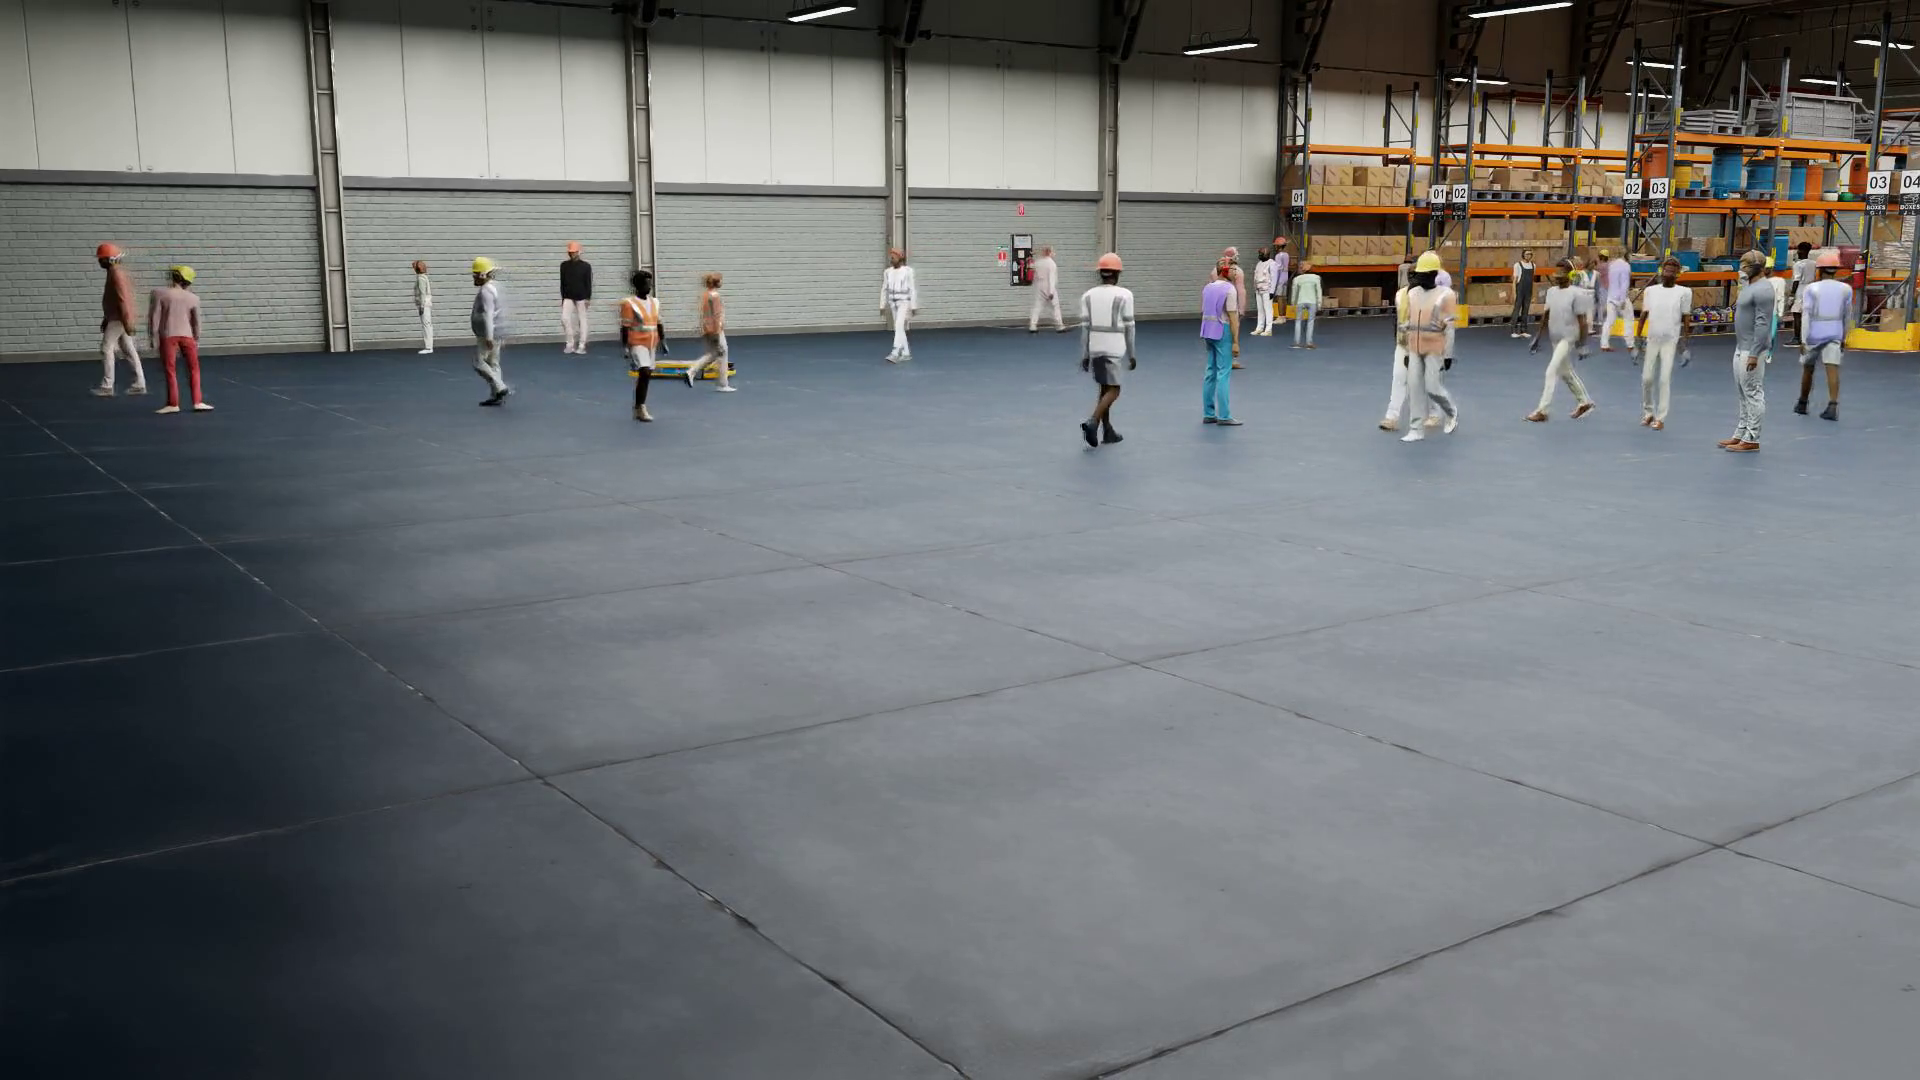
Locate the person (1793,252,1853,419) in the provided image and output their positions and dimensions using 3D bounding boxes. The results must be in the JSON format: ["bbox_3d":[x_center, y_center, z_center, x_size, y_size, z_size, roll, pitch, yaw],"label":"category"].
[{"bbox_3d":[9.863,-2.332,18.975,0.564,1.888,0.986,2,10,8],"label":"person"}]

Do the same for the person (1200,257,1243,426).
[{"bbox_3d":[2.842,-2.171,18.213,0.391,1.838,0.563,-5,11,-26],"label":"person"}]

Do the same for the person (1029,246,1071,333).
[{"bbox_3d":[1.883,-5.338,35.532,0.987,1.858,0.651,-7,12,-34],"label":"person"}]

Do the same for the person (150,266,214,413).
[{"bbox_3d":[-9.188,-2.339,19.482,0.638,1.718,0.321,-9,13,-40],"label":"person"}]

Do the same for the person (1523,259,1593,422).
[{"bbox_3d":[6.787,-2.240,18.658,0.989,1.822,0.525,-4,11,-20],"label":"person"}]

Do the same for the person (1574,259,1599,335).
[{"bbox_3d":[13.062,-5.065,34.738,0.635,1.581,0.843,-1,10,-4],"label":"person"}]

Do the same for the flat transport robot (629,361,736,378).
[{"bbox_3d":[-4.057,-2.503,24.336,1.431,0.197,0.652,1,10,7],"label":"flat transport robot"}]

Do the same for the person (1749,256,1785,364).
[{"bbox_3d":[12.668,-3.581,26.172,0.534,1.752,0.508,6,12,28],"label":"person"}]

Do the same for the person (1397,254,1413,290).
[{"bbox_3d":[11.470,-6.523,42.660,0.494,1.624,0.279,4,11,20],"label":"person"}]

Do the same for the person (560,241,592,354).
[{"bbox_3d":[-6.755,-4.231,29.100,0.632,1.974,0.658,2,11,13],"label":"person"}]

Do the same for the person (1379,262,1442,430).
[{"bbox_3d":[4.913,-2.078,17.850,0.622,1.797,0.955,9,14,41],"label":"person"}]

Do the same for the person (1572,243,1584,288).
[{"bbox_3d":[15.951,-6.701,42.929,0.355,1.883,0.573,-7,12,-33],"label":"person"}]

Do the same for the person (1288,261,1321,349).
[{"bbox_3d":[6.340,-4.317,30.596,0.592,1.618,0.336,1,10,8],"label":"person"}]

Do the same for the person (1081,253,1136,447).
[{"bbox_3d":[1.403,-1.860,16.340,0.541,1.908,0.821,7,13,35],"label":"person"}]

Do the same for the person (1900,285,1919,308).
[{"bbox_3d":[19.197,-4.974,33.348,0.631,1.932,0.372,4,11,23],"label":"person"}]

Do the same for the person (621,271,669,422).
[{"bbox_3d":[-3.487,-2.154,18.543,0.570,1.677,0.541,7,12,32],"label":"person"}]

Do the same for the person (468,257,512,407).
[{"bbox_3d":[-5.695,-2.492,20.054,0.420,1.818,0.592,-1,10,-4],"label":"person"}]

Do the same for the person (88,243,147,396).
[{"bbox_3d":[-11.048,-2.845,21.570,0.843,1.963,0.621,-5,12,-27],"label":"person"}]

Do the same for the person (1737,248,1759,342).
[{"bbox_3d":[15.448,-4.788,32.551,0.430,1.845,0.620,8,13,36],"label":"person"}]

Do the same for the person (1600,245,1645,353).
[{"bbox_3d":[11.775,-4.247,29.406,0.860,1.904,0.647,-1,10,-5],"label":"person"}]

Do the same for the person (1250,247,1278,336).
[{"bbox_3d":[6.353,-5.184,34.737,0.430,1.840,0.621,-4,11,-23],"label":"person"}]

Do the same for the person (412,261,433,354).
[{"bbox_3d":[-9.469,-4.101,29.350,0.314,1.637,0.514,-2,11,-12],"label":"person"}]

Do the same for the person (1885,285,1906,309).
[{"bbox_3d":[20.063,-5.227,35.567,0.492,1.620,0.507,-3,11,-18],"label":"person"}]

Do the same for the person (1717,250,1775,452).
[{"bbox_3d":[7.564,-1.802,15.931,0.373,1.935,0.628,2,11,13],"label":"person"}]

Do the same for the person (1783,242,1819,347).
[{"bbox_3d":[15.749,-4.591,31.128,0.604,1.966,0.367,-5,12,-27],"label":"person"}]

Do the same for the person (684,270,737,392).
[{"bbox_3d":[-3.312,-2.757,22.027,0.599,1.616,0.515,-6,12,-28],"label":"person"}]

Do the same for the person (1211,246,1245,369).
[{"bbox_3d":[4.216,-3.623,25.993,0.403,1.904,0.651,-8,13,-37],"label":"person"}]

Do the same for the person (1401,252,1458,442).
[{"bbox_3d":[4.759,-1.944,16.798,0.629,1.908,0.586,-8,13,-37],"label":"person"}]

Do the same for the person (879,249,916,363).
[{"bbox_3d":[-1.077,-3.842,27.348,0.601,1.841,0.896,8,13,36],"label":"person"}]

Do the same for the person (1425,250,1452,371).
[{"bbox_3d":[6.957,-3.359,24.701,1.023,1.862,0.654,-7,13,-35],"label":"person"}]

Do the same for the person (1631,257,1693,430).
[{"bbox_3d":[7.514,-2.093,17.850,0.566,1.846,0.634,8,13,37],"label":"person"}]

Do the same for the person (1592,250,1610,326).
[{"bbox_3d":[14.861,-5.838,38.533,0.320,1.763,0.522,-4,11,-20],"label":"person"}]

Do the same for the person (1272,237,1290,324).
[{"bbox_3d":[7.537,-6.109,39.237,0.382,2.045,0.605,6,12,31],"label":"person"}]

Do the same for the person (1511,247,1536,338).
[{"bbox_3d":[11.503,-5.039,33.918,0.505,1.845,0.346,-4,11,-19],"label":"person"}]
